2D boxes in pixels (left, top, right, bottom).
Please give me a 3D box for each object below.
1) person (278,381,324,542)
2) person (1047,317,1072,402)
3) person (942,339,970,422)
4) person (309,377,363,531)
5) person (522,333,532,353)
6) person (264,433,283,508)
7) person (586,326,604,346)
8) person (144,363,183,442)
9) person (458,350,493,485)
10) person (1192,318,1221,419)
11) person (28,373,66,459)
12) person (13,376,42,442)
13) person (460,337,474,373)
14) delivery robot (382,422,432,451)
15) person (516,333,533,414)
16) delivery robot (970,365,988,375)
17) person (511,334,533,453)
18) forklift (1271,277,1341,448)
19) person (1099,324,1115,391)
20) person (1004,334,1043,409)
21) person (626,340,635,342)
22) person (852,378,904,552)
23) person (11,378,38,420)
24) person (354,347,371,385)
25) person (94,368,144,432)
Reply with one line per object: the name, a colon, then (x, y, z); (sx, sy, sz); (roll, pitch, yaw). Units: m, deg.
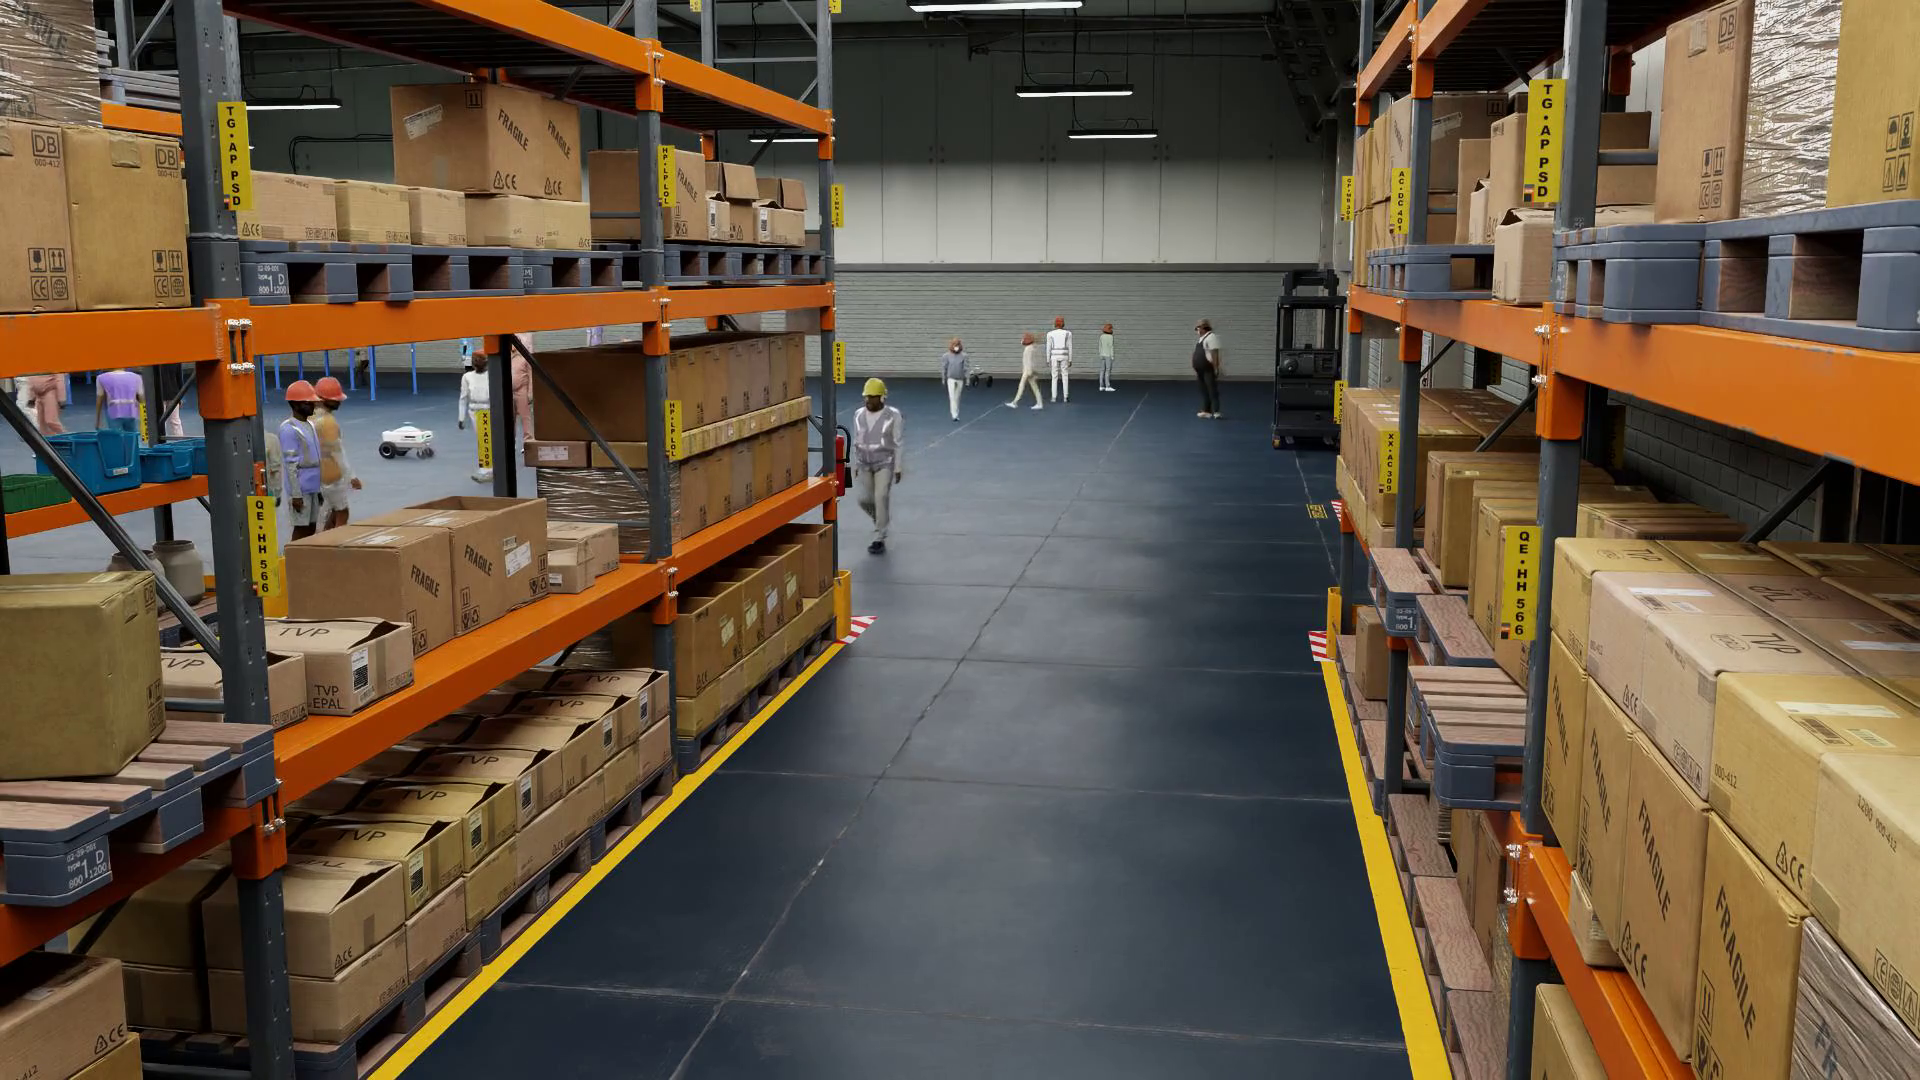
person: (-5.906, -0.469, 15.025); (0.354, 1.939, 0.544); (0, 9, -2)
person: (2.223, -4.032, 37.170); (0.574, 1.884, 0.360); (0, 9, 3)
person: (-0.065, -3.096, 32.279); (0.520, 1.579, 0.845); (-2, 9, -10)
person: (-6.033, -0.629, 16.092); (0.451, 1.908, 0.584); (-6, 11, -33)
person: (-10.687, -4.494, 40.524); (0.524, 1.721, 0.911); (-1, 9, -5)
person: (-6.505, -0.409, 15.279); (0.552, 1.736, 0.696); (-4, 10, -24)
person: (-9.820, -5.271, 44.672); (0.363, 1.928, 0.587); (6, 11, 32)
person: (-12.131, -2.170, 25.343); (0.375, 1.995, 0.609); (6, 11, 34)
person: (-6.604, -1.691, 22.891); (0.605, 1.826, 0.995); (1, 9, 9)
person: (4.892, -3.404, 32.943); (0.537, 2.000, 0.858); (-2, 9, -12)
person: (-14.297, -2.228, 26.003); (0.656, 1.903, 0.452); (6, 11, 31)
person: (-15.955, -2.625, 28.340); (0.637, 1.927, 0.449); (9, 13, 44)
person: (-12.139, -4.552, 40.968); (0.324, 1.689, 0.537); (0, 9, 2)
delivery robot: (-8.685, -1.607, 26.139); (0.707, 0.478, 0.477); (1, 9, 7)
person: (-8.946, -3.526, 34.017); (0.679, 1.885, 0.616); (9, 13, 44)
delivery robot: (0.451, -4.289, 41.884); (0.335, 0.223, 0.698); (6, 11, 31)
person: (-7.162, -2.367, 26.814); (0.643, 1.913, 0.408); (2, 10, 15)
forklift: (5.847, -3.016, 27.970); (1.129, 2.768, 1.873); (1, 9, 9)
person: (3.587, -4.451, 40.519); (0.268, 1.632, 0.507); (-6, 11, -32)
person: (1.368, -3.554, 35.113); (0.843, 1.590, 0.544); (1, 9, 6)
person: (-5.154, -2.211, 26.044); (0.580, 1.854, 0.676); (8, 12, 41)
person: (-0.852, -0.801, 17.465); (0.598, 1.817, 0.563); (4, 10, 25)
person: (-18.391, -3.302, 32.900); (0.620, 1.817, 0.851); (-2, 9, -10)
person: (-15.366, -4.945, 42.702); (0.485, 1.923, 0.545); (2, 9, 14)
person: (-11.421, -1.636, 22.591); (0.613, 1.824, 0.592); (9, 13, 43)
